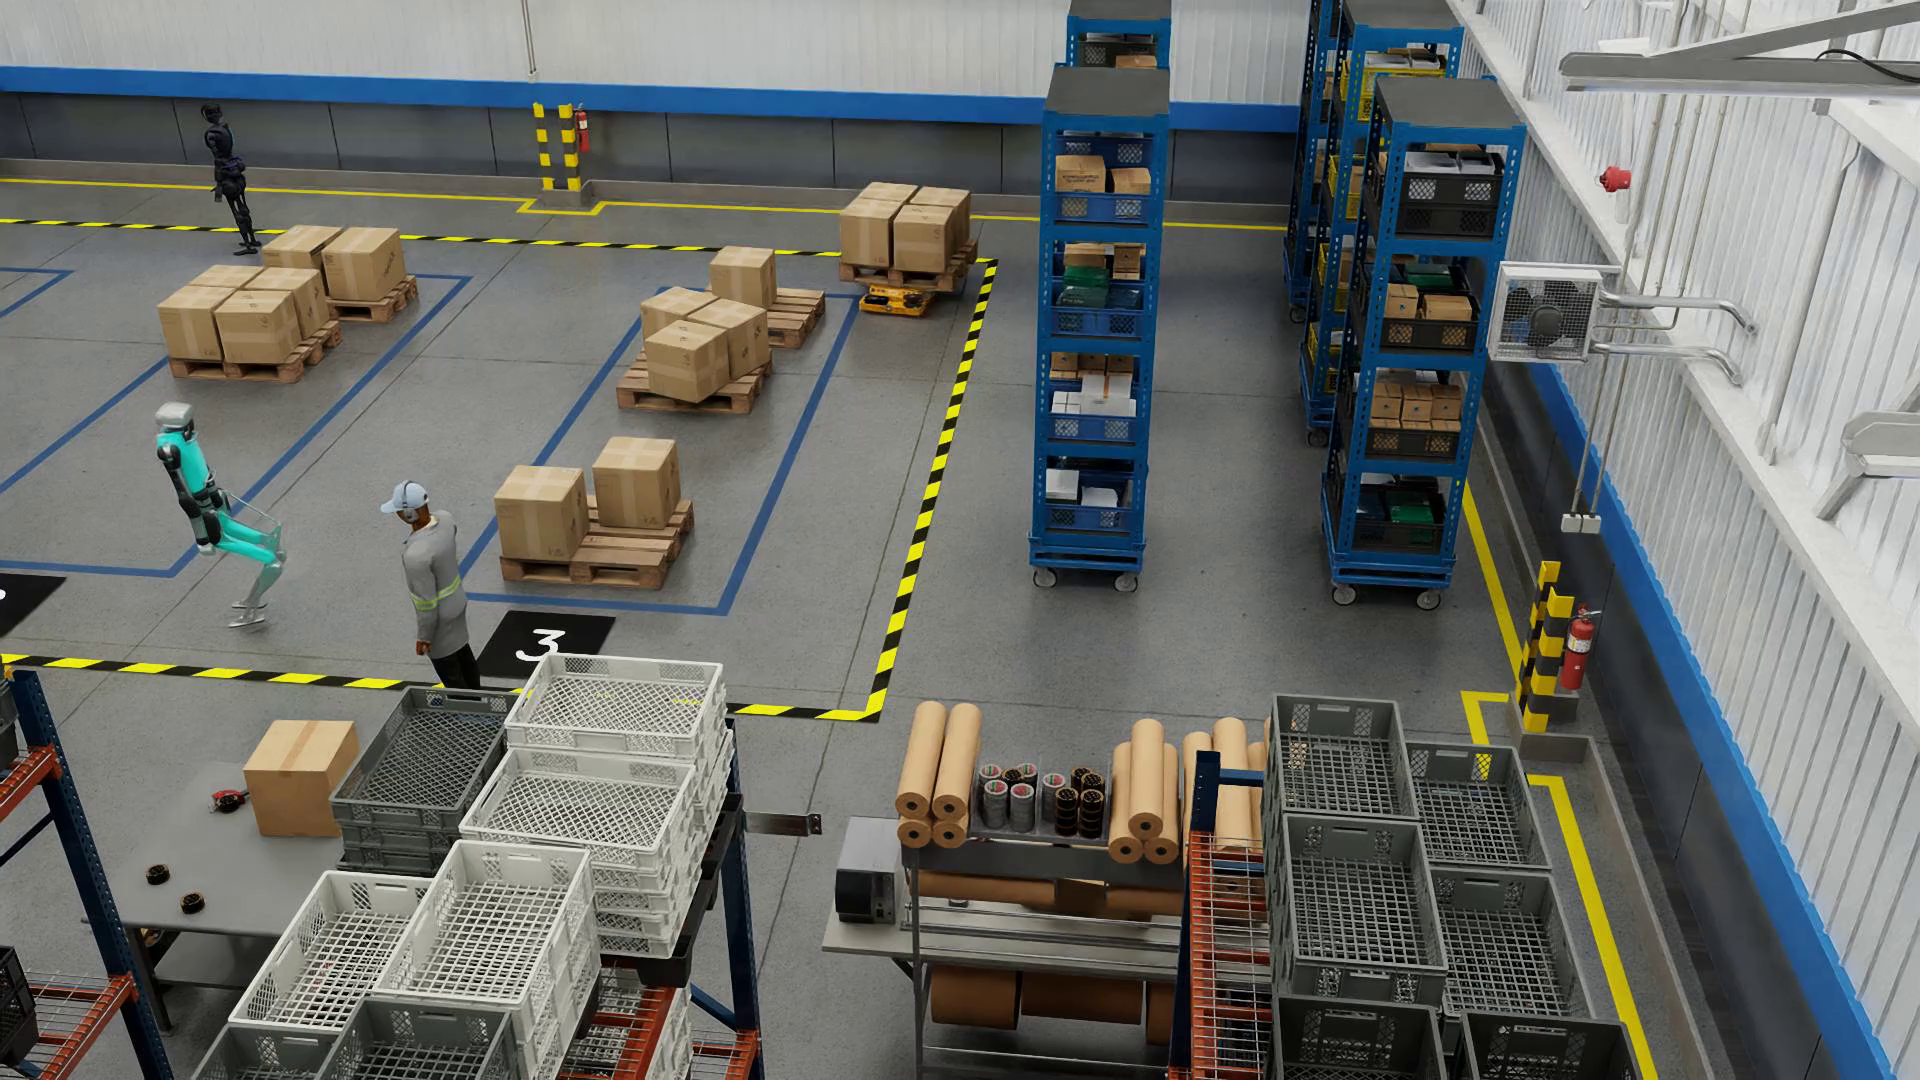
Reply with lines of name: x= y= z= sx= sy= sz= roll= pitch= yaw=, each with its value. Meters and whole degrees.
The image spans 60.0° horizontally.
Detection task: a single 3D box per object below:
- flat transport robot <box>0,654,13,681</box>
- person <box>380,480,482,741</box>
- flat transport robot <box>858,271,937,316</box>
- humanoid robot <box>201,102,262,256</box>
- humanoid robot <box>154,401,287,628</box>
flat transport robot: x=-7.142 y=0.969 z=11.010 sx=1.431 sy=0.231 sz=0.659 roll=3 pitch=30 yaw=6
person: x=-3.266 y=0.448 z=10.334 sx=0.397 sy=1.848 sz=0.587 roll=2 pitch=30 yaw=3
flat transport robot: x=-0.527 y=-2.712 z=17.303 sx=0.652 sy=0.197 sz=1.431 roll=8 pitch=31 yaw=13
humanoid robot: x=-7.913 y=-3.918 z=17.992 sx=0.315 sy=1.653 sz=0.599 roll=-3 pitch=30 yaw=-4
humanoid robot: x=-4.968 y=-0.184 z=11.397 sx=0.735 sy=1.677 sz=0.533 roll=-5 pitch=31 yaw=-9
